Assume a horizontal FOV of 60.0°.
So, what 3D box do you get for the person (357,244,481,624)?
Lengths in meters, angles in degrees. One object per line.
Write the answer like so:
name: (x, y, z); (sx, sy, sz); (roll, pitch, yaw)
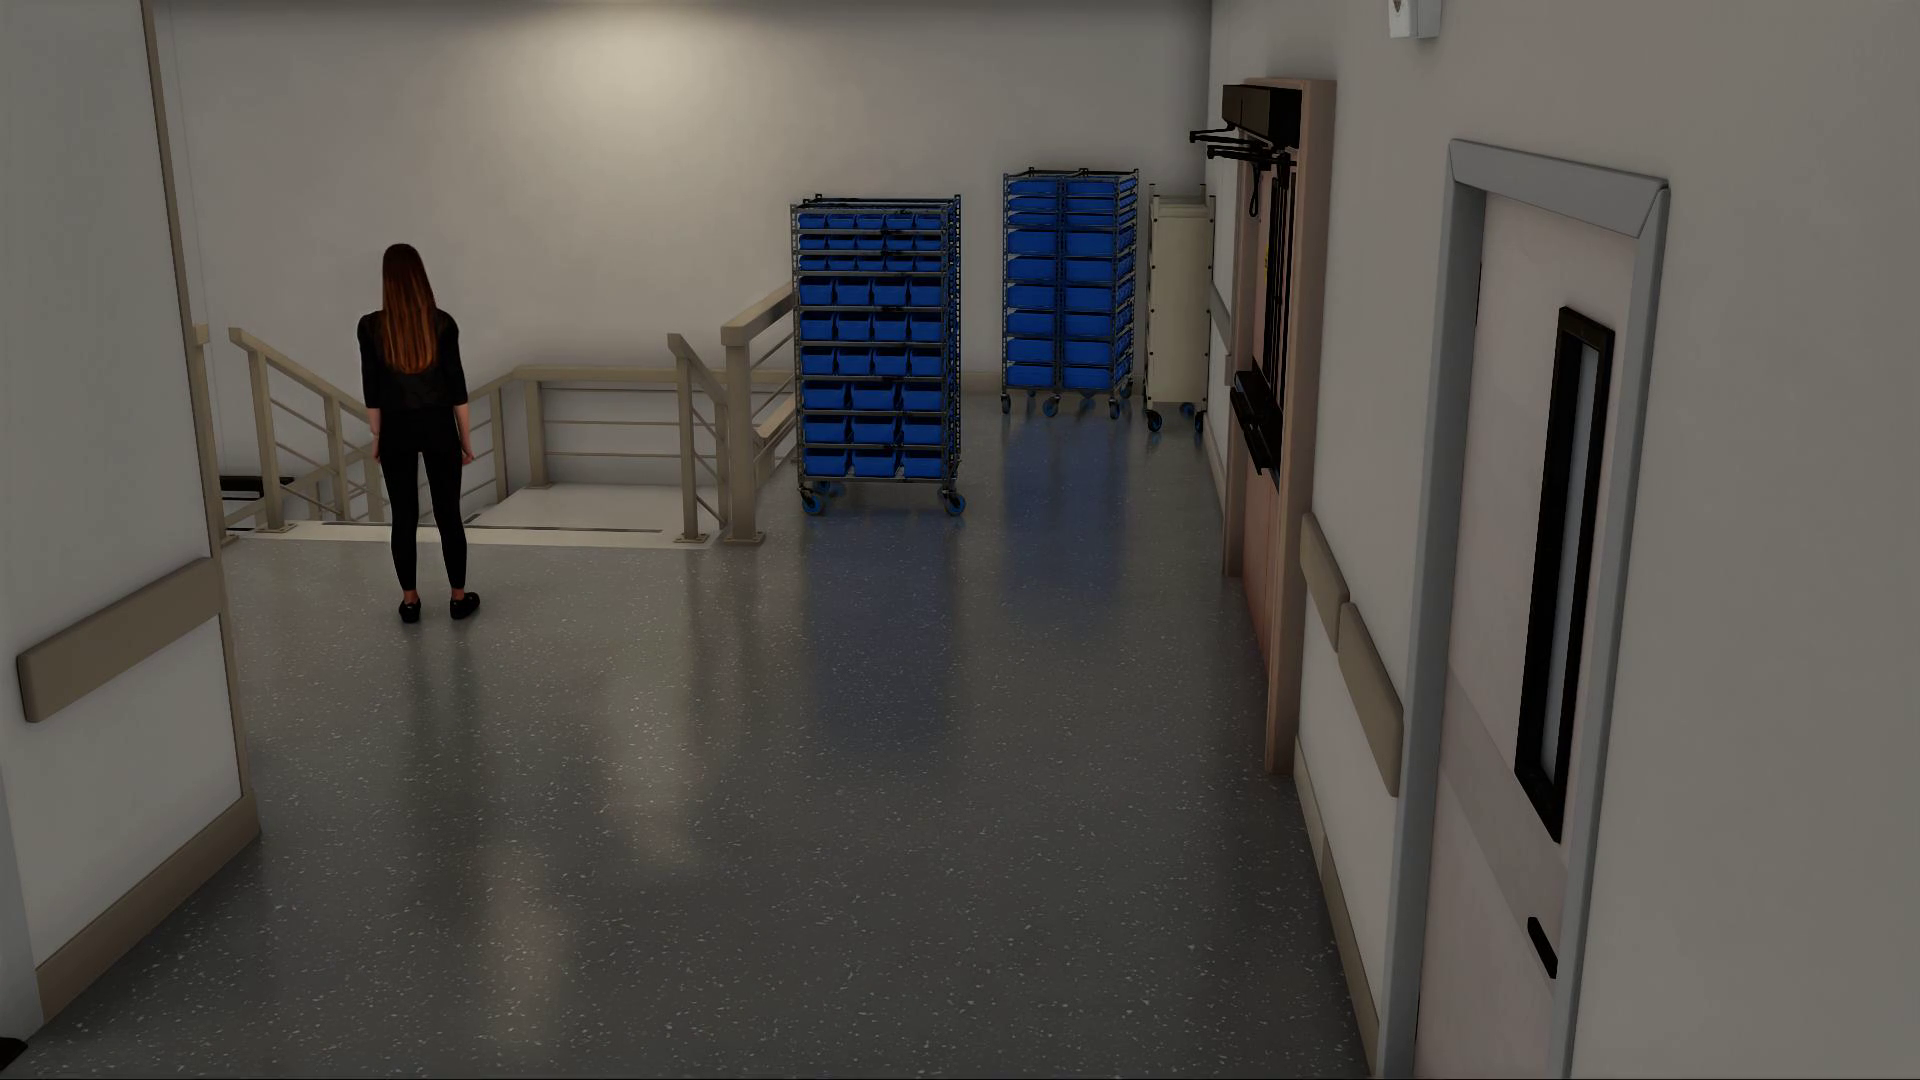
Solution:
person: (-2.451, -0.476, 7.519); (0.652, 1.713, 0.612); (-3, 16, -11)
